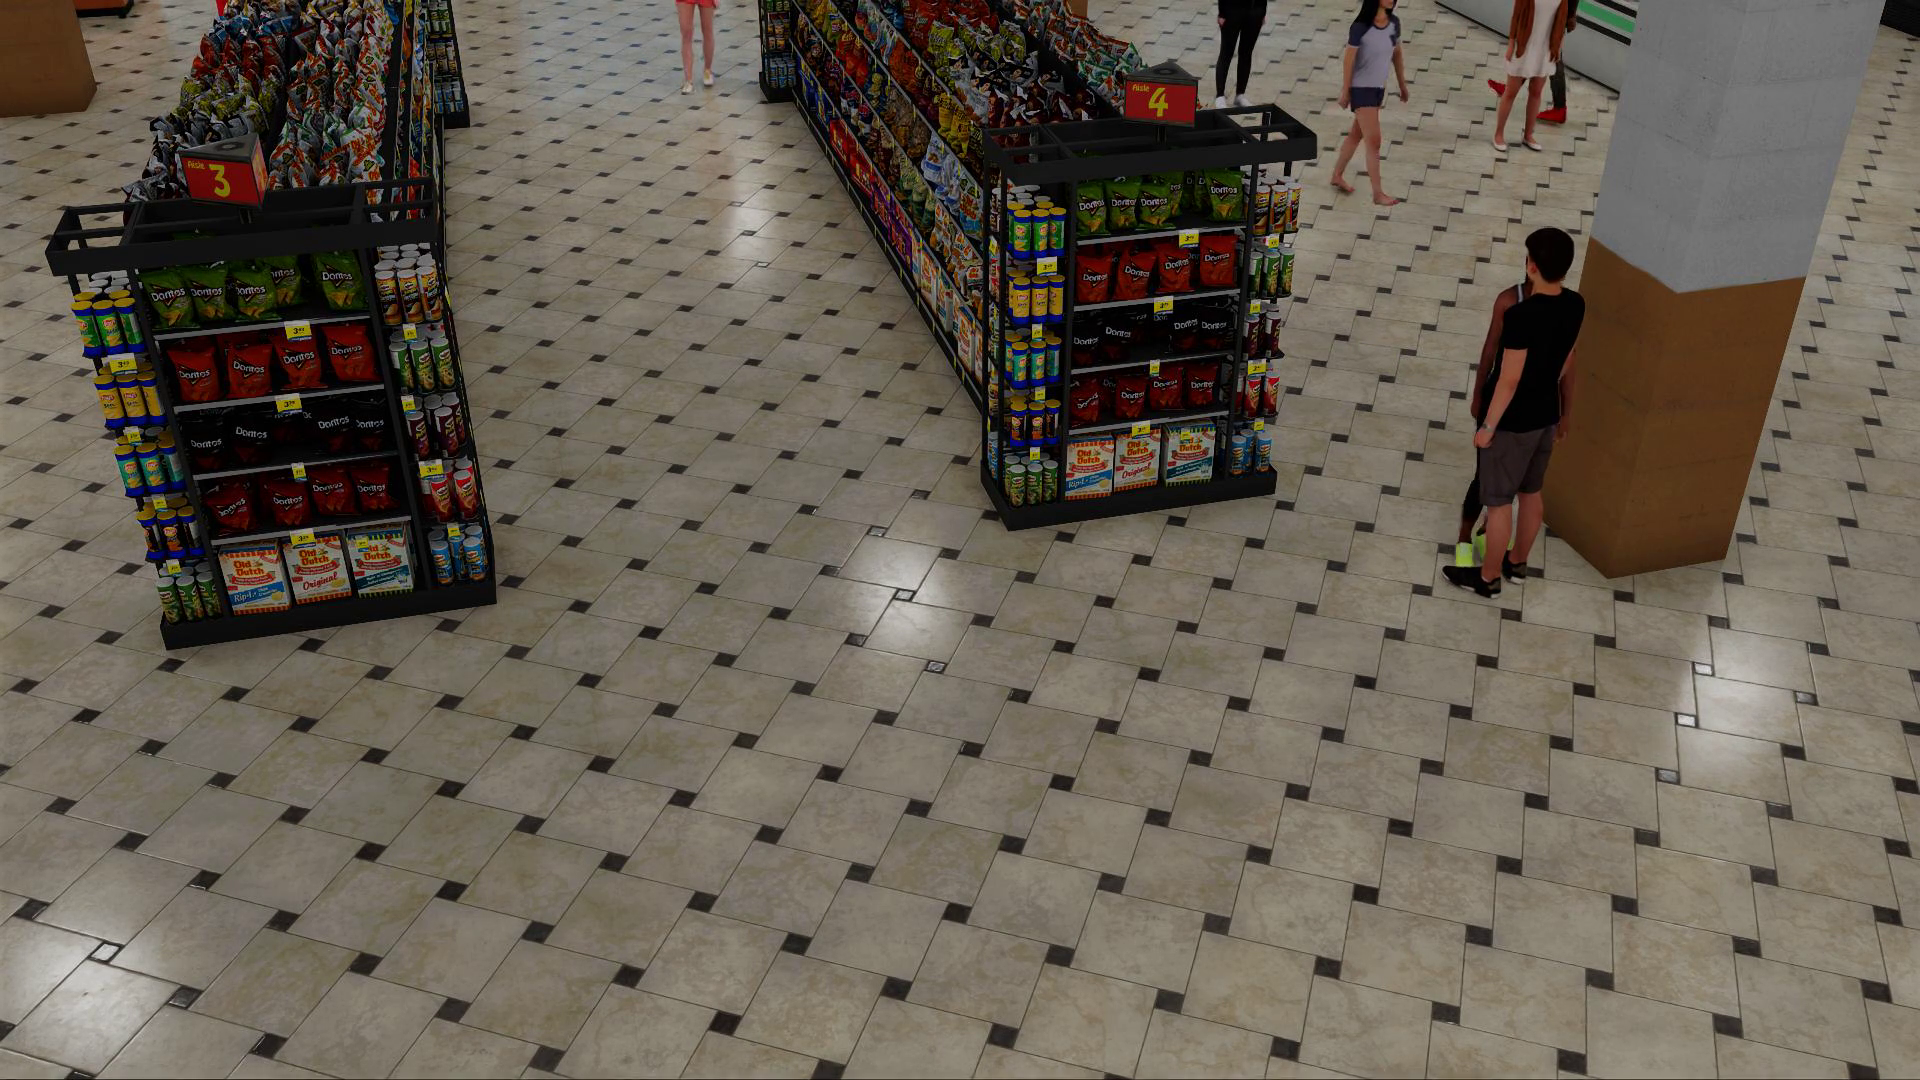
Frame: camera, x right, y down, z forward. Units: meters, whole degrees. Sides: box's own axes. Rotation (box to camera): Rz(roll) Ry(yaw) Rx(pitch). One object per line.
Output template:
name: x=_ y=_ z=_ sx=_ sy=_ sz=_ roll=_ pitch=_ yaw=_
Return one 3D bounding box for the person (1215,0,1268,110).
person: x=2.456 y=-4.598 z=14.479 sx=0.615 sy=1.685 sz=0.529 roll=-7 pitch=33 yaw=-11

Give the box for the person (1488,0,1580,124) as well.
person: x=5.121 y=-4.428 z=14.129 sx=0.992 sy=1.767 sz=1.206 roll=-27 pitch=41 yaw=-36

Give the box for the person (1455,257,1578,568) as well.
person: x=2.710 y=-0.694 z=8.150 sx=0.670 sy=1.744 sz=0.715 roll=2 pitch=32 yaw=3

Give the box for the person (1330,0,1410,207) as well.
person: x=3.041 y=-3.431 z=12.611 sx=0.830 sy=1.677 sz=1.062 roll=-22 pitch=38 yaw=-31

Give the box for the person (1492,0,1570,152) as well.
person: x=4.674 y=-4.042 z=13.556 sx=0.656 sy=1.716 sz=0.636 roll=-1 pitch=32 yaw=-1

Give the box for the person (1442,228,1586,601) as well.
person: x=2.660 y=-0.581 z=7.857 sx=0.756 sy=1.861 sz=0.698 roll=-20 pitch=37 yaw=-29

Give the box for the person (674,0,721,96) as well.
person: x=-2.359 y=-4.938 z=14.992 sx=0.724 sy=1.721 sz=1.068 roll=-2 pitch=32 yaw=-3
